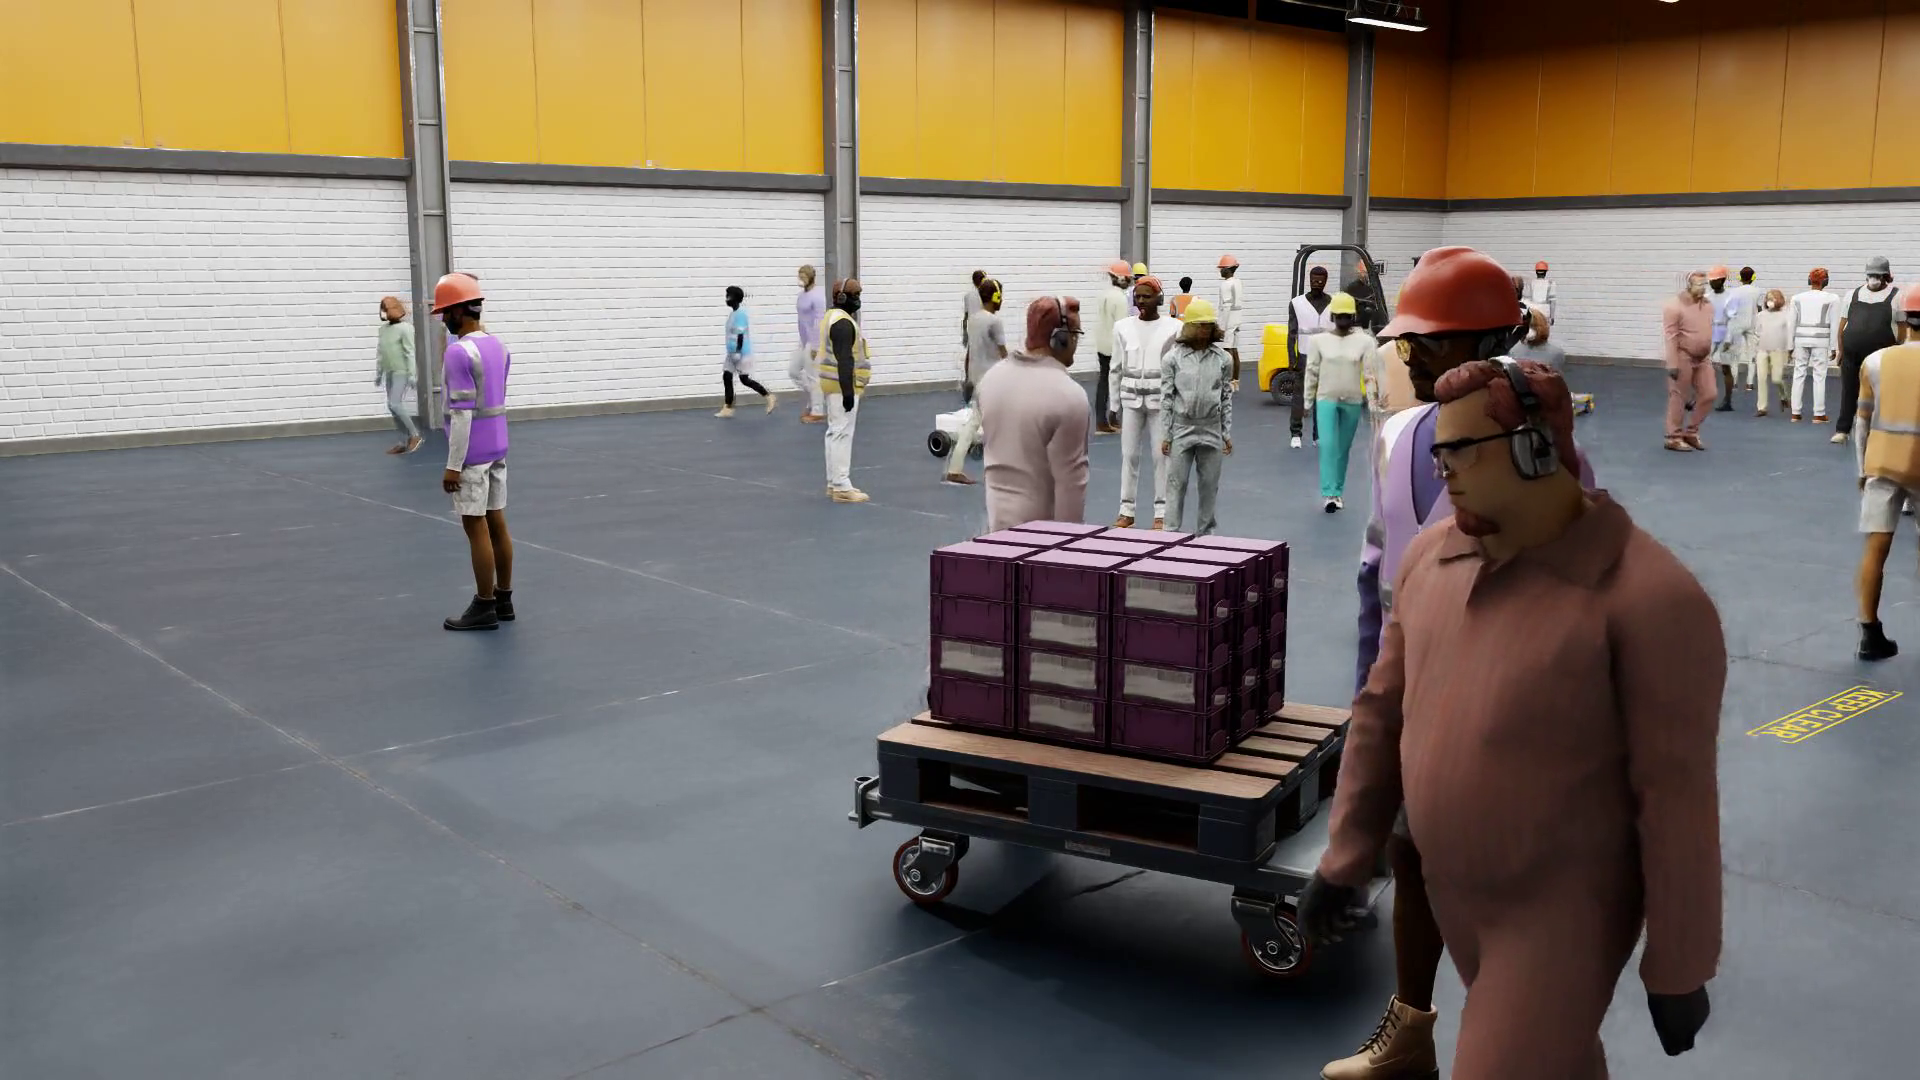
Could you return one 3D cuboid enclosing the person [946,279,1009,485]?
[{"bbox_3d":[0.301,-1.388,14.750,1.006,1.803,0.532,-4,10,-20],"label":"person"}]

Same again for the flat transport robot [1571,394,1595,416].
[{"bbox_3d":[7.683,-1.751,21.362,0.652,0.197,1.431,6,11,30],"label":"flat transport robot"}]

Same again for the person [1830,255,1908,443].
[{"bbox_3d":[9.758,-2.035,17.854,0.683,2.000,0.538,9,13,41],"label":"person"}]

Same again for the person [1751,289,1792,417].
[{"bbox_3d":[10.238,-2.352,20.936,0.511,1.616,0.517,-8,12,-38],"label":"person"}]

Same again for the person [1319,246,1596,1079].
[{"bbox_3d":[1.094,0.372,3.757,0.393,2.041,0.614,-5,11,-28],"label":"person"}]

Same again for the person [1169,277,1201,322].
[{"bbox_3d":[3.646,-3.409,26.923,0.531,1.694,0.320,4,11,24],"label":"person"}]

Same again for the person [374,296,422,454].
[{"bbox_3d":[-5.759,-1.668,16.955,0.507,1.622,0.368,8,13,40],"label":"person"}]

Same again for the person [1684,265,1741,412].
[{"bbox_3d":[9.768,-2.593,21.542,0.883,1.898,0.565,-7,12,-34],"label":"person"}]

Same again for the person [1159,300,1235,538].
[{"bbox_3d":[1.539,-0.675,10.847,0.505,1.757,0.462,-2,10,-10],"label":"person"}]

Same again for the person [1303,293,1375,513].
[{"bbox_3d":[2.997,-1.063,13.052,0.551,1.721,0.869,1,10,4],"label":"person"}]

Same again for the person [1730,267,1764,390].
[{"bbox_3d":[11.857,-3.193,25.156,0.518,1.865,0.326,2,10,14],"label":"person"}]

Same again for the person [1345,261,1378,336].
[{"bbox_3d":[6.092,-3.202,24.910,0.634,1.959,0.852,-8,12,-38],"label":"person"}]

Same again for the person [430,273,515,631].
[{"bbox_3d":[-2.649,-0.469,9.014,0.371,1.928,0.543,2,10,10],"label":"person"}]

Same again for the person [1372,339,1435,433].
[{"bbox_3d":[2.580,-0.483,9.241,0.592,1.883,0.958,9,13,42],"label":"person"}]

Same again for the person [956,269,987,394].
[{"bbox_3d":[0.234,-2.937,23.764,0.522,1.834,0.833,10,14,44],"label":"person"}]

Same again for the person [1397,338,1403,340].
[{"bbox_3d":[5.773,-2.457,20.631,0.689,1.930,0.908,5,11,26],"label":"person"}]

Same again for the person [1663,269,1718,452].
[{"bbox_3d":[7.547,-1.837,17.143,0.663,1.884,0.500,-4,11,-23],"label":"person"}]

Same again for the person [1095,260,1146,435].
[{"bbox_3d":[1.847,-2.170,18.840,0.710,1.968,0.631,-5,11,-25],"label":"person"}]

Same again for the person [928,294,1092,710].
[{"bbox_3d":[0.261,-0.053,6.733,0.776,1.876,0.650,-8,12,-39],"label":"person"}]

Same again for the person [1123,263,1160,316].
[{"bbox_3d":[2.504,-2.918,23.355,0.588,1.928,0.383,0,10,1],"label":"person"}]

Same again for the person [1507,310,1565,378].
[{"bbox_3d":[4.555,-1.042,13.374,0.513,1.586,0.833,7,12,34],"label":"person"}]

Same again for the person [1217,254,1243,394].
[{"bbox_3d":[3.941,-3.170,24.490,0.397,2.044,0.609,5,11,29],"label":"person"}]

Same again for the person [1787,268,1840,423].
[{"bbox_3d":[10.371,-2.362,20.231,0.362,1.883,0.575,-9,13,-43],"label":"person"}]

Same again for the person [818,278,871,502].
[{"bbox_3d":[-0.950,-1.236,13.773,0.430,1.839,0.625,-2,10,-11],"label":"person"}]

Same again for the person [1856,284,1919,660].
[{"bbox_3d":[4.877,-0.362,8.466,0.930,1.896,0.574,-8,13,-39],"label":"person"}]

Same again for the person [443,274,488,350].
[{"bbox_3d":[-5.491,-2.049,18.582,0.634,1.821,0.471,3,10,18],"label":"person"}]

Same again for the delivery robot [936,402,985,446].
[{"bbox_3d":[0.103,-1.148,16.730,0.707,0.478,0.477,8,13,39],"label":"delivery robot"}]

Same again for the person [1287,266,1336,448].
[{"bbox_3d":[3.753,-1.933,17.624,0.590,1.916,0.394,-1,10,-6],"label":"person"}]

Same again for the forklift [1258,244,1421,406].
[{"bbox_3d":[5.256,-2.933,22.661,2.313,2.155,1.214,3,10,16],"label":"forklift"}]

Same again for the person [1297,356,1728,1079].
[{"bbox_3d":[0.893,0.623,2.848,1.016,1.846,0.655,-4,11,-23],"label":"person"}]

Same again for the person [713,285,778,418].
[{"bbox_3d":[-2.704,-2.355,20.818,0.736,1.666,0.526,-5,11,-26],"label":"person"}]

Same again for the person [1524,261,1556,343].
[{"bbox_3d":[10.500,-4.084,30.162,0.551,1.933,0.376,3,10,18],"label":"person"}]

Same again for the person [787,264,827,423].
[{"bbox_3d":[-1.837,-2.367,20.134,0.443,1.921,0.649,-5,11,-28],"label":"person"}]

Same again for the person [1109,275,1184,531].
[{"bbox_3d":[1.365,-0.979,12.131,0.581,1.882,0.339,4,10,21],"label":"person"}]

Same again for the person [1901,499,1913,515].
[{"bbox_3d":[7.697,-1.001,13.095,0.856,1.586,0.537,-6,11,-29],"label":"person"}]

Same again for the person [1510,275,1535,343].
[{"bbox_3d":[5.655,-1.808,17.137,0.438,1.830,0.652,-2,10,-11],"label":"person"}]
